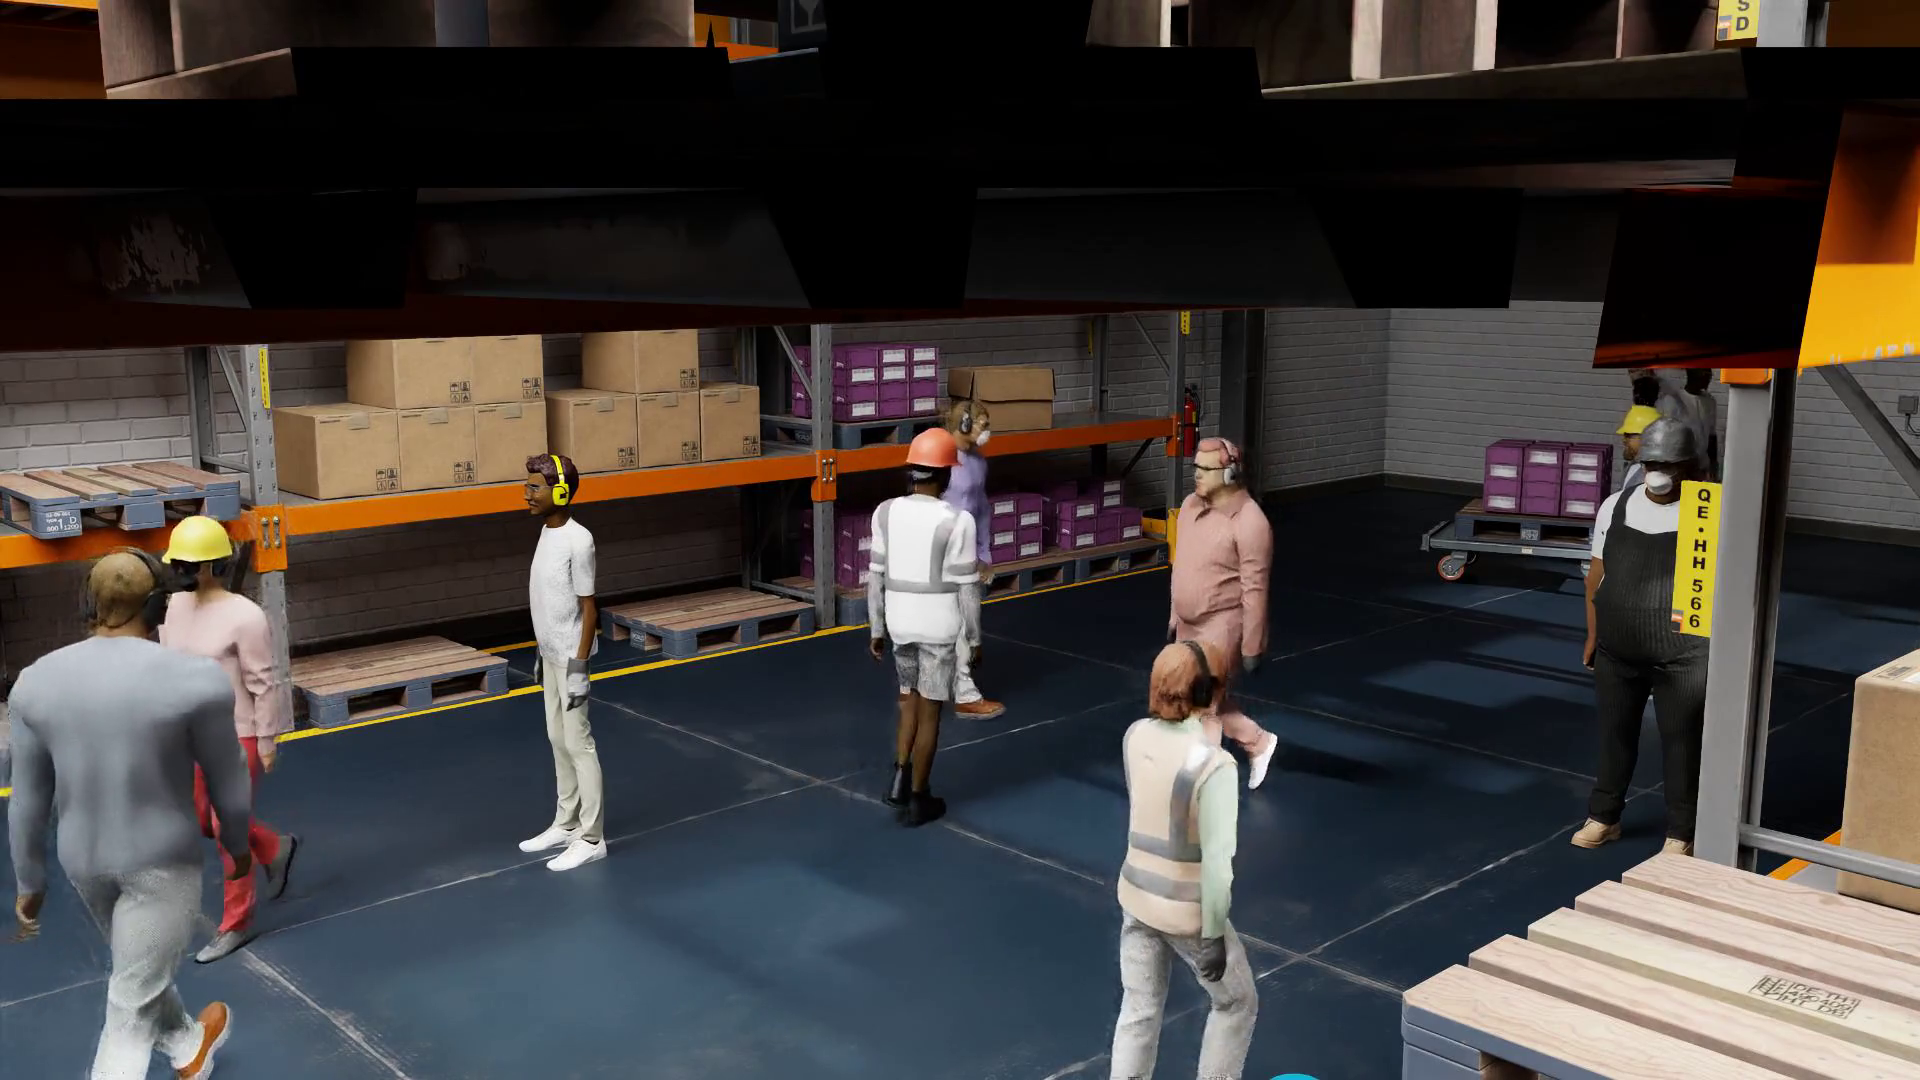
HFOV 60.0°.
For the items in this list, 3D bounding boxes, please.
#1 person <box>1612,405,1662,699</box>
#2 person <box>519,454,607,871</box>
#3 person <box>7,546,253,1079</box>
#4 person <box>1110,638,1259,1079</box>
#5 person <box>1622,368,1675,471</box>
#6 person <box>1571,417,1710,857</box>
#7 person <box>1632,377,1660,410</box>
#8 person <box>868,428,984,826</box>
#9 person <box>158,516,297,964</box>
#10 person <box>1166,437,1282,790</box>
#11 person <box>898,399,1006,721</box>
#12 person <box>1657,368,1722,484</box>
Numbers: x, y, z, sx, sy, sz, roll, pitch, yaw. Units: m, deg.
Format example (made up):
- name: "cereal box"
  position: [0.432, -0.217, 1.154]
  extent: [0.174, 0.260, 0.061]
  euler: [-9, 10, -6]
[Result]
- name: "person"
  position: [4.241, 0.072, 10.360]
  extent: [0.404, 1.825, 0.592]
  euler: [1, 10, 5]
- name: "person"
  position: [-1.798, 0.543, 7.474]
  extent: [0.329, 1.867, 0.510]
  euler: [-7, 12, -35]
- name: "person"
  position: [-2.458, 0.951, 5.036]
  extent: [0.625, 1.874, 1.071]
  euler: [1, 10, 3]
- name: "person"
  position: [0.699, 1.093, 4.966]
  extent: [0.585, 1.617, 0.556]
  euler: [-5, 11, -29]
- name: "person"
  position: [6.435, -0.803, 15.405]
  extent: [0.700, 1.857, 0.915]
  euler: [-7, 12, -34]
- name: "person"
  position: [3.117, 0.453, 7.490]
  extent: [0.689, 2.000, 0.538]
  euler: [9, 13, 43]
- name: "person"
  position: [6.041, -0.604, 14.716]
  extent: [0.603, 1.664, 0.556]
  euler: [3, 10, 16]
- name: "person"
  position: [-0.159, 0.421, 8.019]
  extent: [0.556, 1.917, 0.431]
  euler: [6, 11, 30]
- name: "person"
  position: [-2.899, 0.747, 6.618]
  extent: [0.531, 1.748, 0.572]
  euler: [4, 11, 23]
- name: "person"
  position: [1.289, 0.421, 8.126]
  extent: [0.733, 1.882, 0.643]
  euler: [-4, 11, -23]
- name: "person"
  position: [-0.010, 0.114, 9.902]
  extent: [0.820, 1.892, 0.661]
  euler: [4, 10, 21]
- name: "person"
  position: [6.144, -0.632, 14.103]
  extent: [0.623, 1.946, 0.471]
  euler: [-6, 12, -32]
